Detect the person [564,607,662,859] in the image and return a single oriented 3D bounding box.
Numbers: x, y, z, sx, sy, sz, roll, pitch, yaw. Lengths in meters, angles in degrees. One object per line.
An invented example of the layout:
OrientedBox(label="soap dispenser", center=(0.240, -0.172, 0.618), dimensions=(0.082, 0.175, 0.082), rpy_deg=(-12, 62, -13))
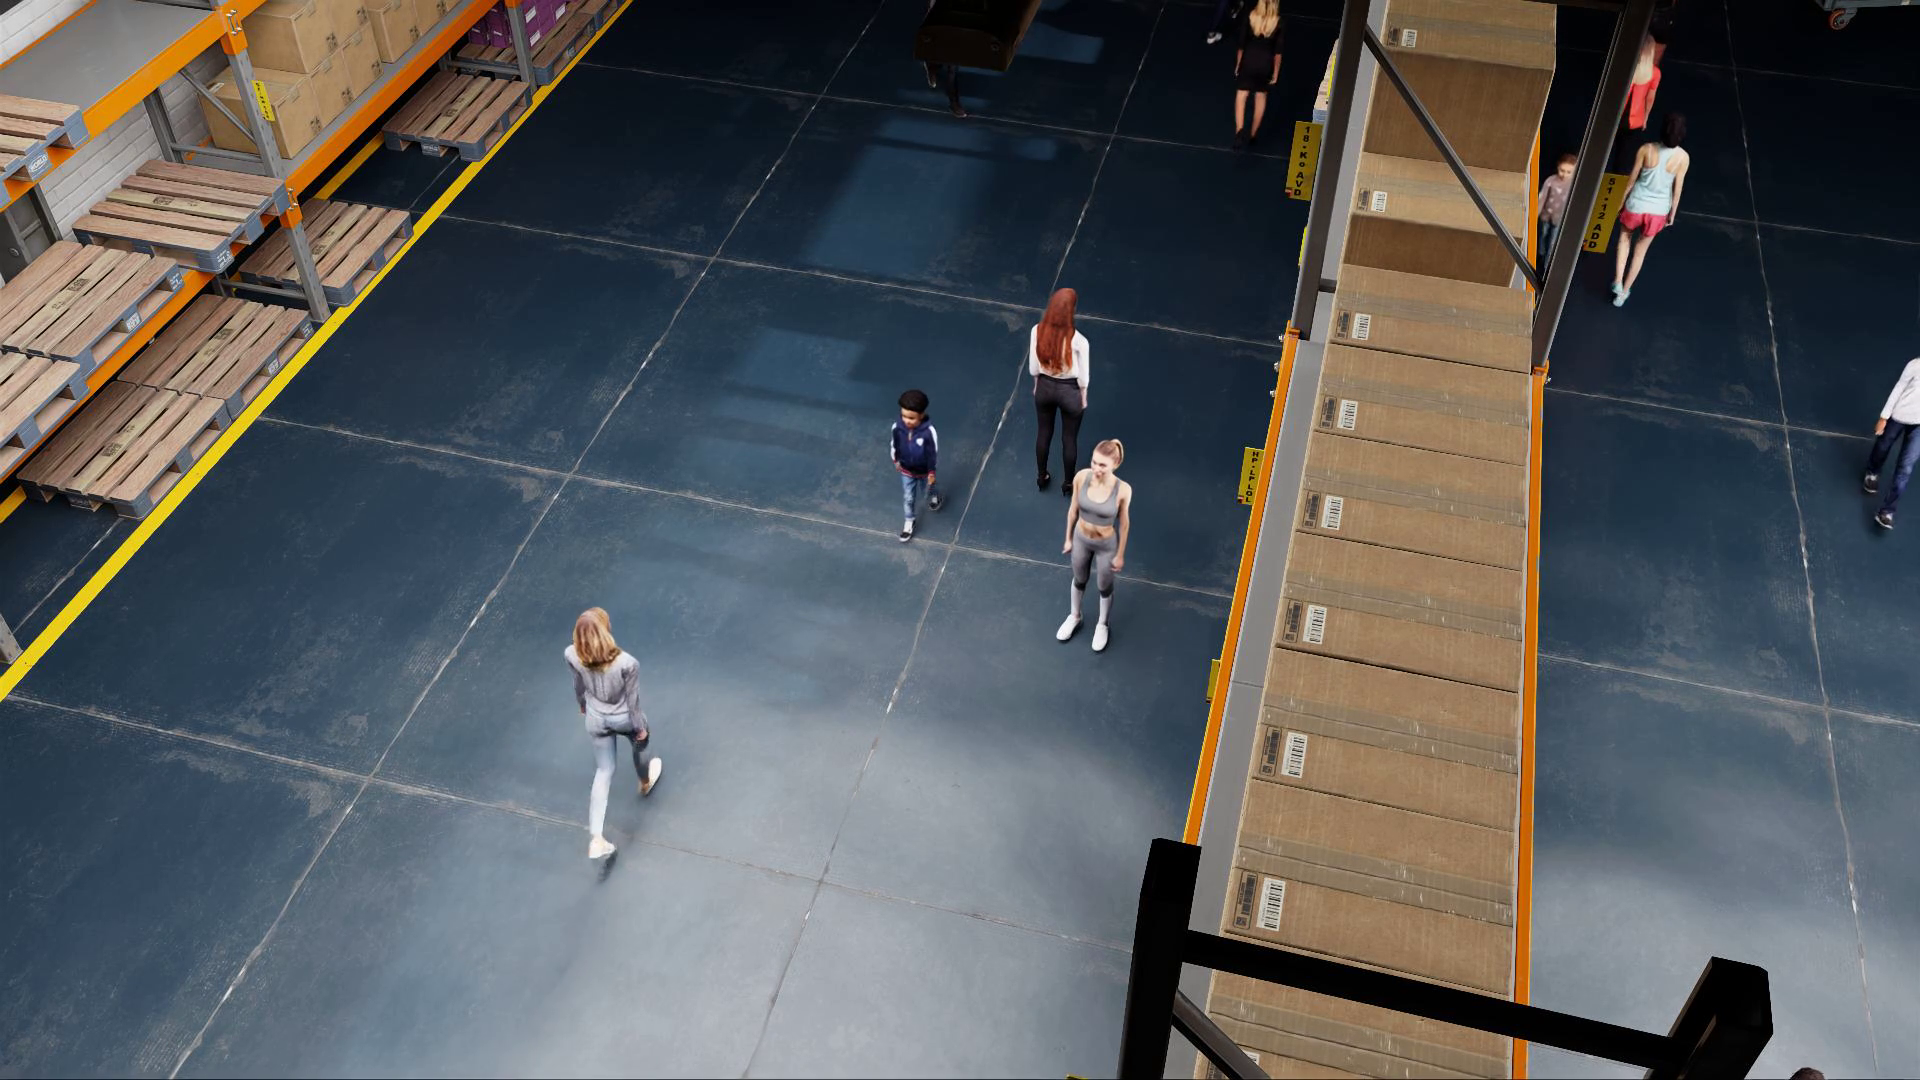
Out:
OrientedBox(label="person", center=(-2.044, 1.110, 9.637), dimensions=(0.598, 1.767, 1.115), rpy_deg=(10, 45, 10))

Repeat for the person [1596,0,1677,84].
OrientedBox(label="person", center=(6.659, -4.864, 15.954), dimensions=(0.812, 1.703, 1.117), rpy_deg=(-2, 44, -2))

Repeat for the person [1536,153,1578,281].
OrientedBox(label="person", center=(5.068, -2.782, 14.154), dimensions=(0.577, 1.172, 0.798), rpy_deg=(16, 46, 16))

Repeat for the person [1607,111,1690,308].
OrientedBox(label="person", center=(5.588, -2.650, 13.594), dimensions=(0.672, 1.753, 0.715), rpy_deg=(19, 47, 19))

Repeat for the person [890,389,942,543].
OrientedBox(label="person", center=(-0.284, -0.576, 11.812), dimensions=(0.540, 1.209, 0.752), rpy_deg=(14, 45, 14))

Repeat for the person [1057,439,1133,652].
OrientedBox(label="person", center=(0.893, 0.017, 10.832), dimensions=(0.601, 1.702, 0.591), rpy_deg=(18, 47, 18))

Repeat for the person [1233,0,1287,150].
OrientedBox(label="person", center=(2.736, -4.324, 15.418), dimensions=(0.561, 1.661, 0.742), rpy_deg=(11, 45, 12))

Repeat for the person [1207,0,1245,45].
OrientedBox(label="person", center=(2.767, -5.901, 17.131), dimensions=(0.859, 1.582, 1.198), rpy_deg=(27, 50, 25))

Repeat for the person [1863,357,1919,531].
OrientedBox(label="person", center=(6.818, -0.914, 11.939), dimensions=(0.675, 1.523, 1.043), rpy_deg=(18, 46, 18))

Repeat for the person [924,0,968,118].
OrientedBox(label="person", center=(-0.140, -5.005, 16.076), dimensions=(1.085, 1.740, 1.069), rpy_deg=(3, 44, 3))

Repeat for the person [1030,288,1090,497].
OrientedBox(label="person", center=(0.710, -1.038, 11.896), dimensions=(0.618, 1.762, 0.543), rpy_deg=(17, 46, 17))
